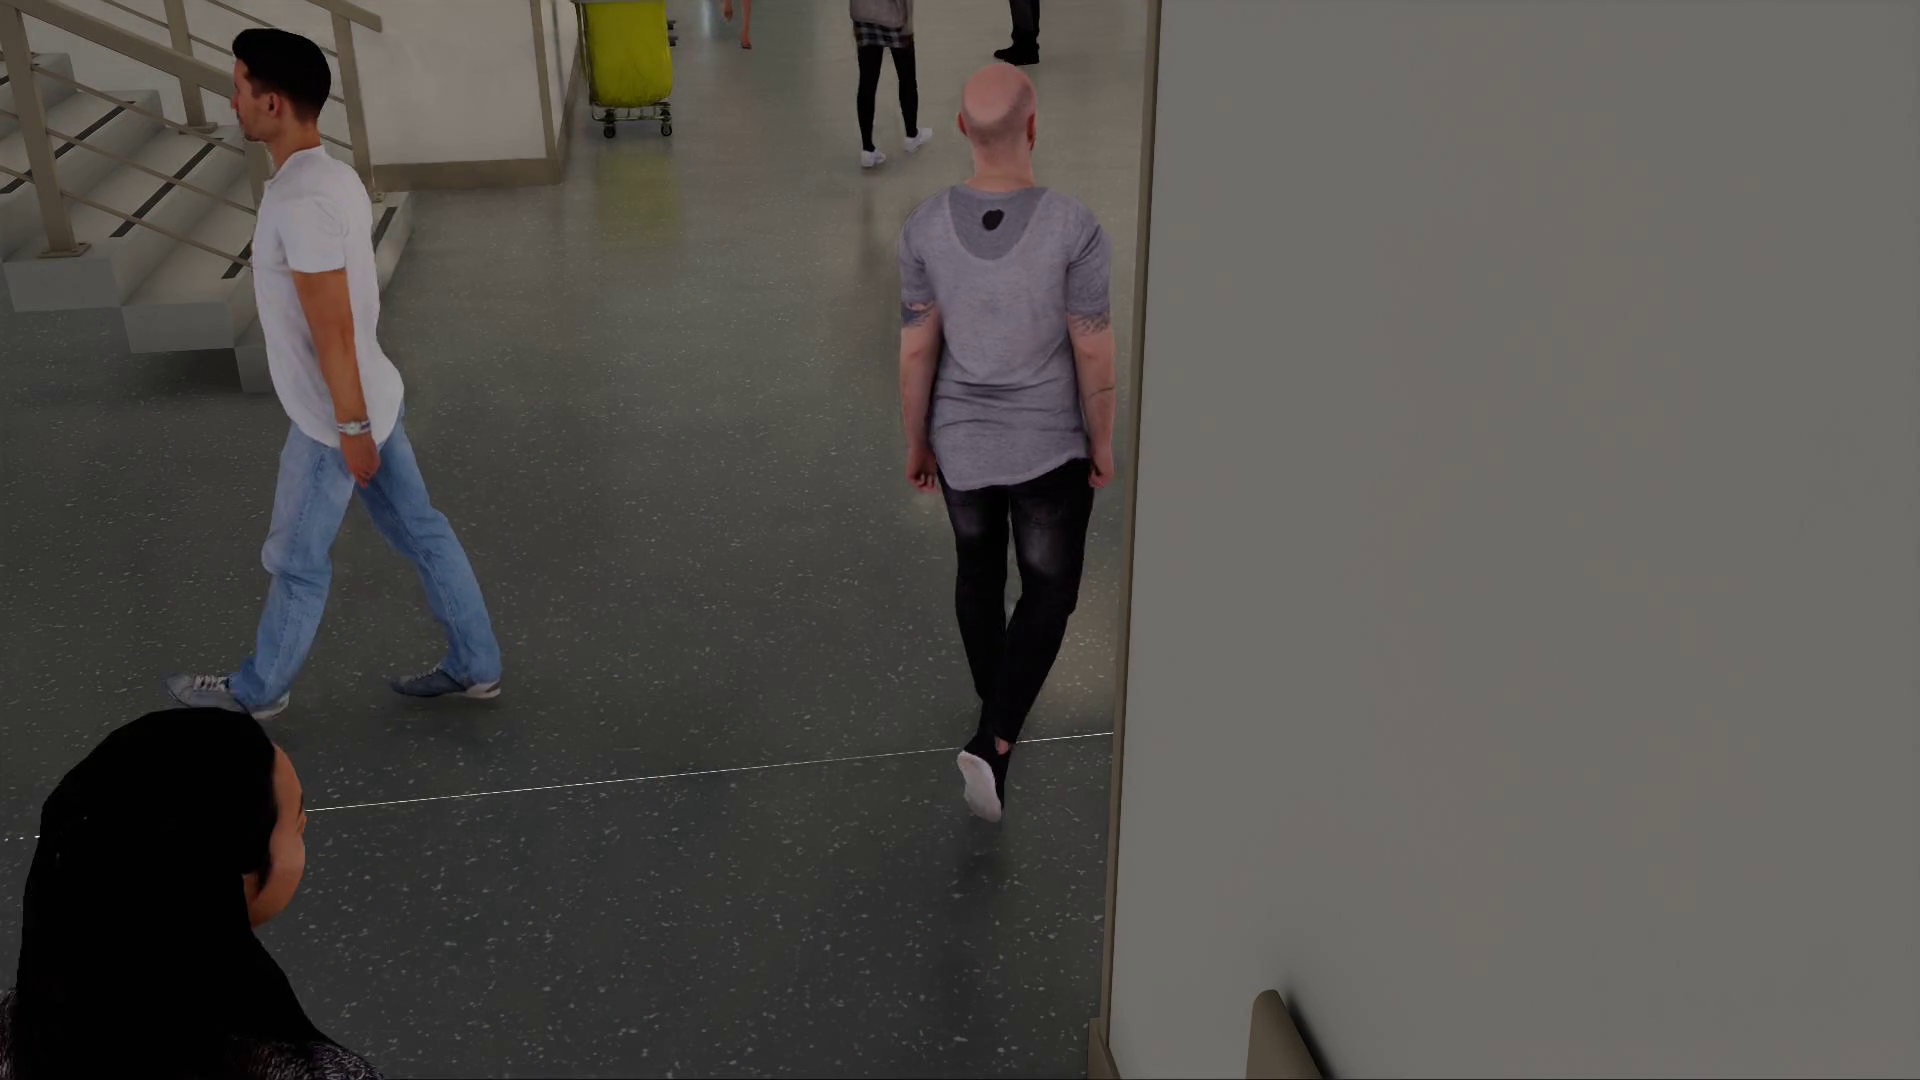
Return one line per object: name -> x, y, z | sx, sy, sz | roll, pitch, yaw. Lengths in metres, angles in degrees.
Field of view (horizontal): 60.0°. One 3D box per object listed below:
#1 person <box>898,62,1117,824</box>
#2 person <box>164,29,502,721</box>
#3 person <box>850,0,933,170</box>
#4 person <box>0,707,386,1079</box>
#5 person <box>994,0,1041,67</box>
person -> 0.097, -0.188, 3.991 | 1.160, 1.814, 1.079 | 8, 27, 16
person -> -1.504, -0.340, 4.294 | 1.110, 1.826, 0.765 | -2, 26, -3
person -> -0.525, -3.168, 10.251 | 1.043, 1.746, 1.012 | 10, 27, 20
person -> -0.763, 1.007, 1.679 | 1.218, 1.672, 0.946 | 4, 26, 7
person -> 0.527, -4.890, 13.732 | 0.590, 1.823, 0.704 | -6, 26, -12
